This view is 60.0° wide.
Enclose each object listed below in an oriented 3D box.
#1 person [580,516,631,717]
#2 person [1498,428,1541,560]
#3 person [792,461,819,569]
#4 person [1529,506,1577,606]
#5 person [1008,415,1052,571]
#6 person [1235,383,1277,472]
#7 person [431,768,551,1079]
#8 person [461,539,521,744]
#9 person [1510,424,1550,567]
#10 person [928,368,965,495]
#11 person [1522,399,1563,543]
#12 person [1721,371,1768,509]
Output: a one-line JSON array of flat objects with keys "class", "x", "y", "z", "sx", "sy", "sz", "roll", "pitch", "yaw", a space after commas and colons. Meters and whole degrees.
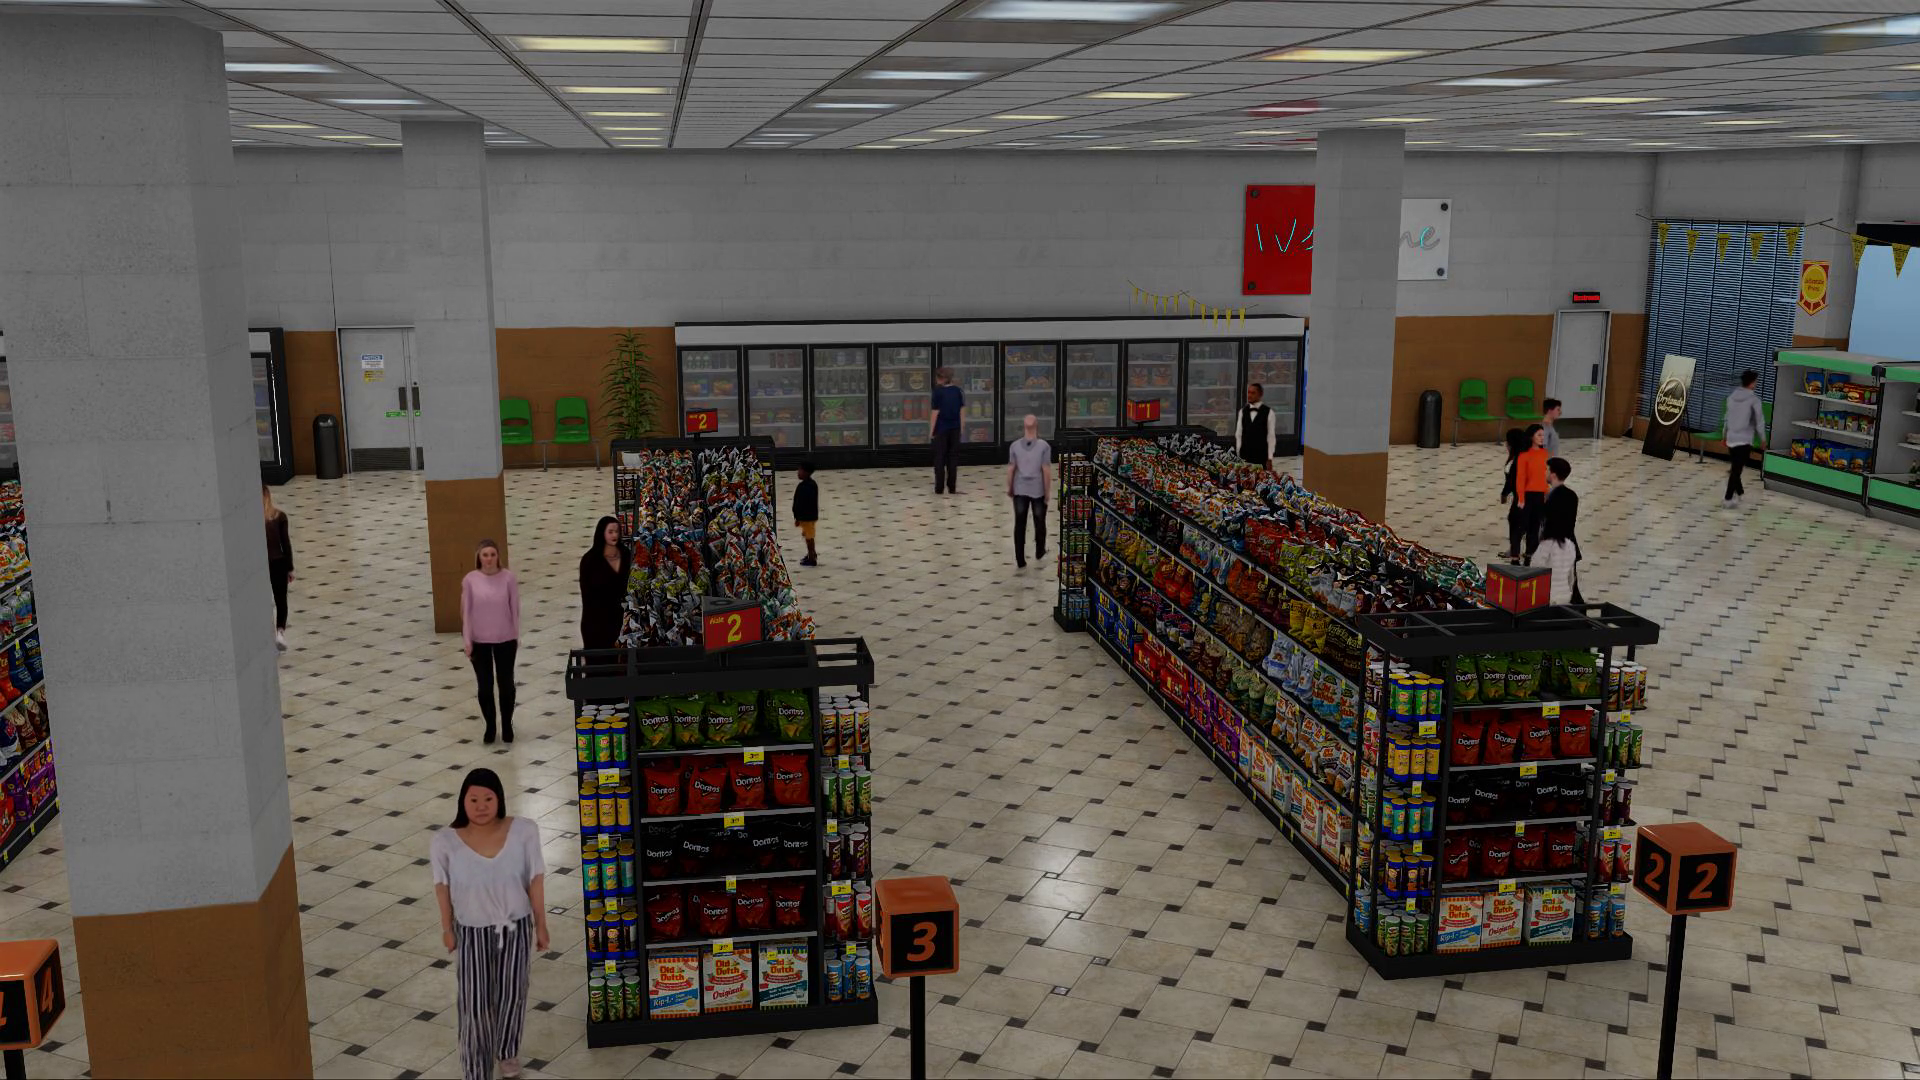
[{"class": "person", "x": -2.906, "y": 0.656, "z": 13.782, "sx": 0.755, "sy": 1.757, "sz": 0.742, "roll": -8, "pitch": 14, "yaw": -33}, {"class": "person", "x": 6.799, "y": -0.518, "z": 19.824, "sx": 0.785, "sy": 1.566, "sz": 0.783, "roll": -2, "pitch": 12, "yaw": -9}, {"class": "person", "x": -1.728, "y": -0.304, "z": 19.537, "sx": 0.686, "sy": 1.265, "sz": 0.590, "roll": 4, "pitch": 13, "yaw": 19}, {"class": "person", "x": 5.280, "y": 0.526, "z": 14.728, "sx": 0.879, "sy": 1.622, "sz": 1.051, "roll": -8, "pitch": 14, "yaw": -34}, {"class": "person", "x": 0.789, "y": -0.506, "z": 19.240, "sx": 1.002, "sy": 1.783, "sz": 1.328, "roll": 2, "pitch": 12, "yaw": 11}, {"class": "person", "x": 3.859, "y": -1.099, "z": 21.731, "sx": 0.769, "sy": 1.917, "sz": 0.826, "roll": 8, "pitch": 14, "yaw": 33}, {"class": "person", "x": -2.299, "y": 1.888, "z": 8.189, "sx": 0.806, "sy": 1.652, "sz": 0.991, "roll": -5, "pitch": 13, "yaw": -23}, {"class": "person", "x": -3.754, "y": 0.795, "z": 13.345, "sx": 0.591, "sy": 1.666, "sz": 0.607, "roll": -2, "pitch": 12, "yaw": -9}, {"class": "person", "x": 6.573, "y": -0.478, "z": 19.189, "sx": 0.687, "sy": 1.748, "sz": 0.667, "roll": -7, "pitch": 14, "yaw": -29}, {"class": "person", "x": -0.178, "y": -1.587, "z": 24.205, "sx": 0.743, "sy": 1.852, "sz": 0.672, "roll": -2, "pitch": 12, "yaw": -8}, {"class": "person", "x": 7.181, "y": -0.830, "z": 20.647, "sx": 0.941, "sy": 1.836, "sz": 0.894, "roll": 6, "pitch": 13, "yaw": 28}, {"class": "person", "x": 10.806, "y": -1.383, "z": 23.123, "sx": 0.999, "sy": 1.898, "sz": 1.078, "roll": -7, "pitch": 14, "yaw": -31}]
